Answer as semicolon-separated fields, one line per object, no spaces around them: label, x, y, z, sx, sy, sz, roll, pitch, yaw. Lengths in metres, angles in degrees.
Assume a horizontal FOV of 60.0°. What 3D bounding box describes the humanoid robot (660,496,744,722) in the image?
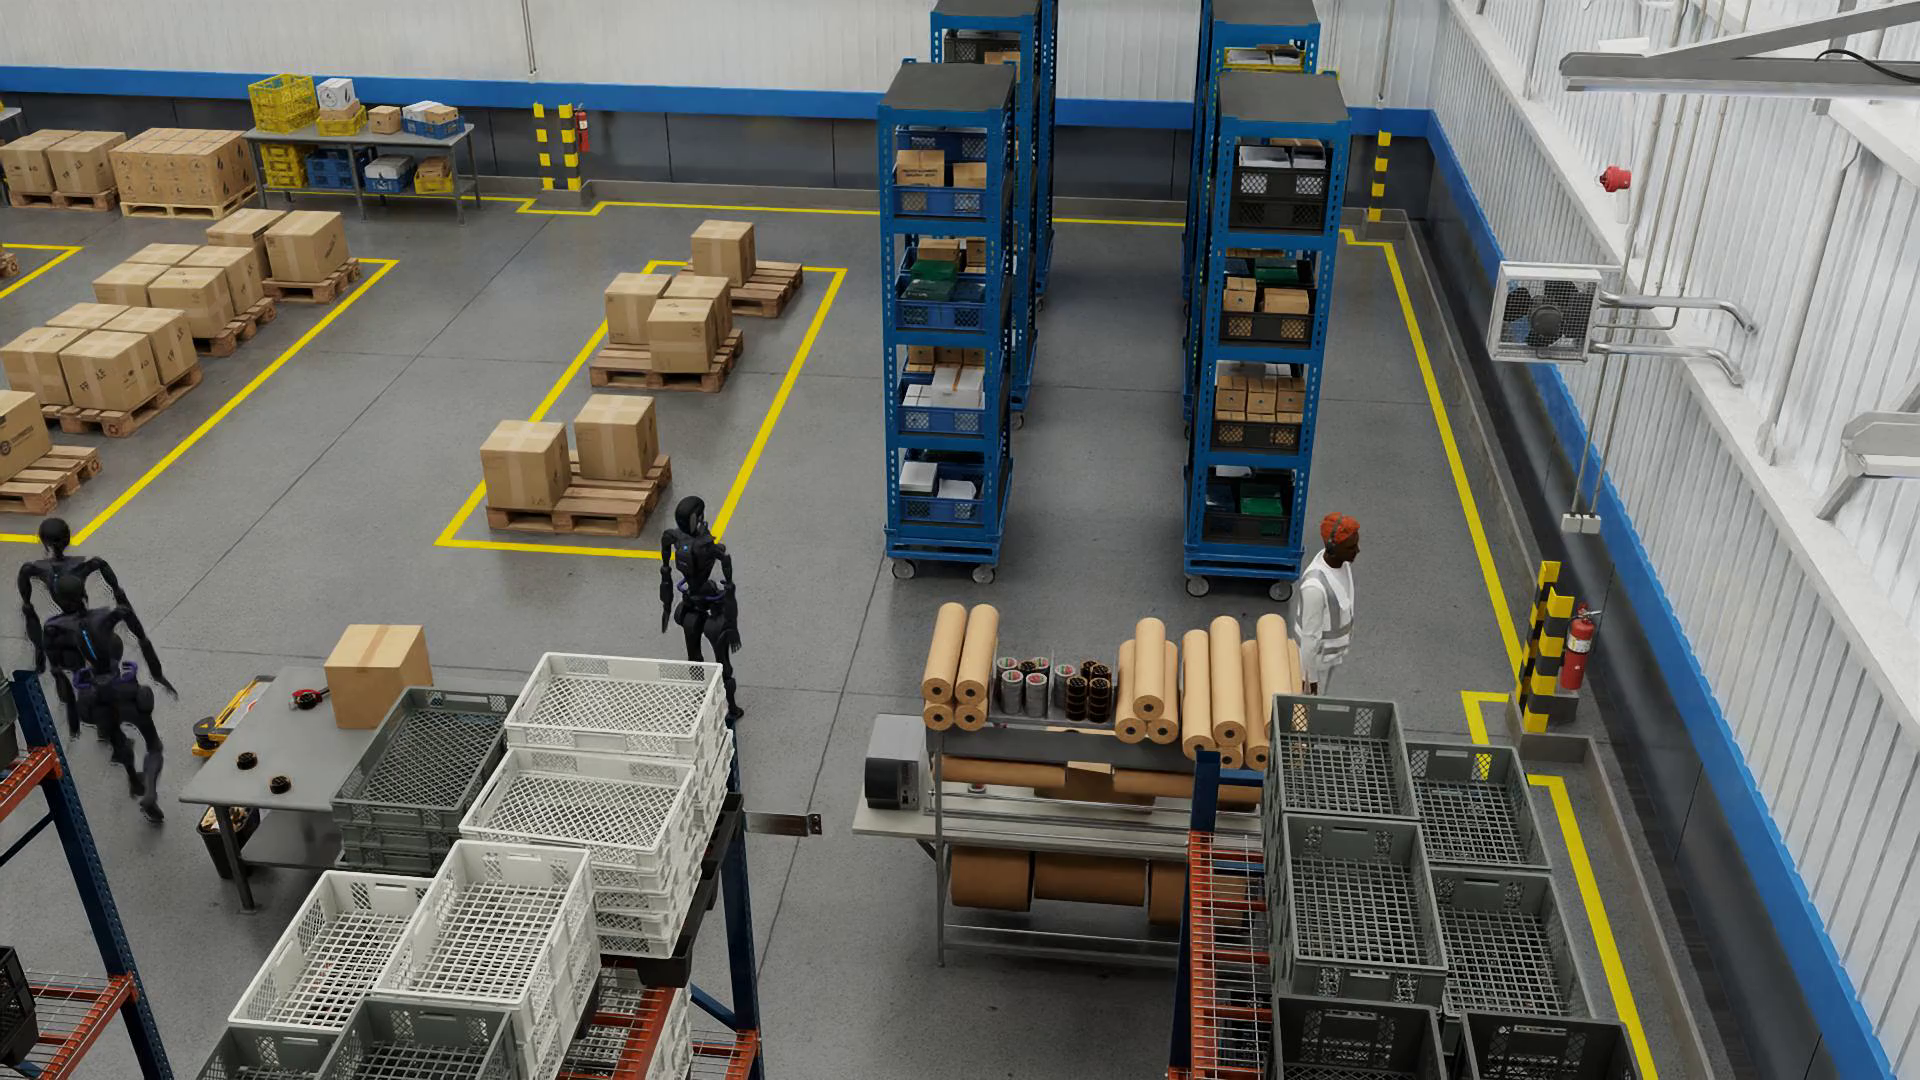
humanoid robot;-1.628;0.453;10.492;0.579;1.652;0.316;15;34;24

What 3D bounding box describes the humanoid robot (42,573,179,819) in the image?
humanoid robot;-4.942;0.905;9.743;0.598;1.639;0.592;-8;31;-14

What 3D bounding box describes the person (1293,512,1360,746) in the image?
person;2.156;0.673;9.912;0.342;1.882;0.585;14;33;23

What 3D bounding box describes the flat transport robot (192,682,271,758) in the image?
flat transport robot;-4.089;1.163;10.648;1.431;0.197;0.652;3;30;6

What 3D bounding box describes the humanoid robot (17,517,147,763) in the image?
humanoid robot;-5.394;0.575;10.288;0.591;1.640;0.593;-5;31;-8
